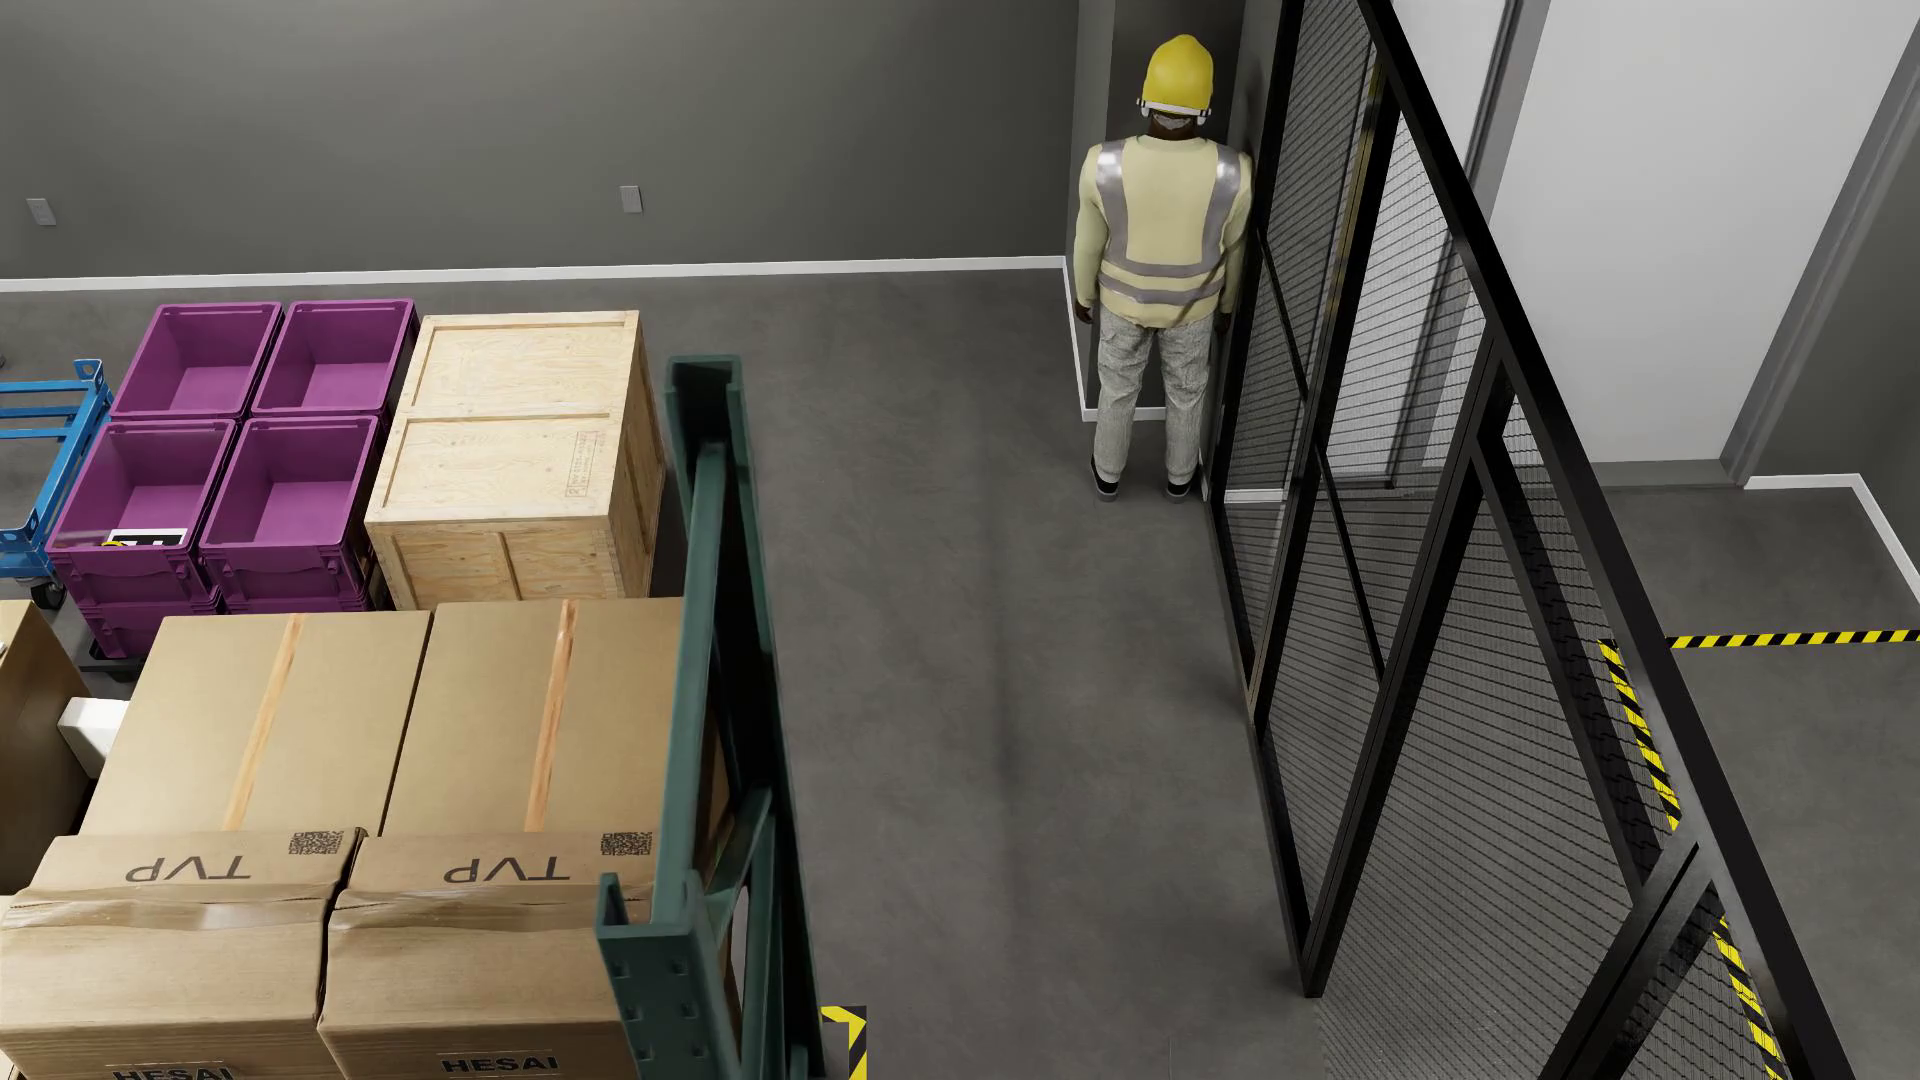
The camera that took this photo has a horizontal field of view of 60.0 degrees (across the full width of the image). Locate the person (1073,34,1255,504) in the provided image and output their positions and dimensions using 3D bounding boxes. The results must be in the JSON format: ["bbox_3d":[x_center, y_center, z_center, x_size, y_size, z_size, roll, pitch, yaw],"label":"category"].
[{"bbox_3d":[0.674,-0.860,5.648,0.588,1.835,0.403,4,46,4],"label":"person"}]

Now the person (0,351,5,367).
[{"bbox_3d":[-4.037,-1.272,5.971,0.372,1.940,0.627,-3,46,-3],"label":"person"}]
